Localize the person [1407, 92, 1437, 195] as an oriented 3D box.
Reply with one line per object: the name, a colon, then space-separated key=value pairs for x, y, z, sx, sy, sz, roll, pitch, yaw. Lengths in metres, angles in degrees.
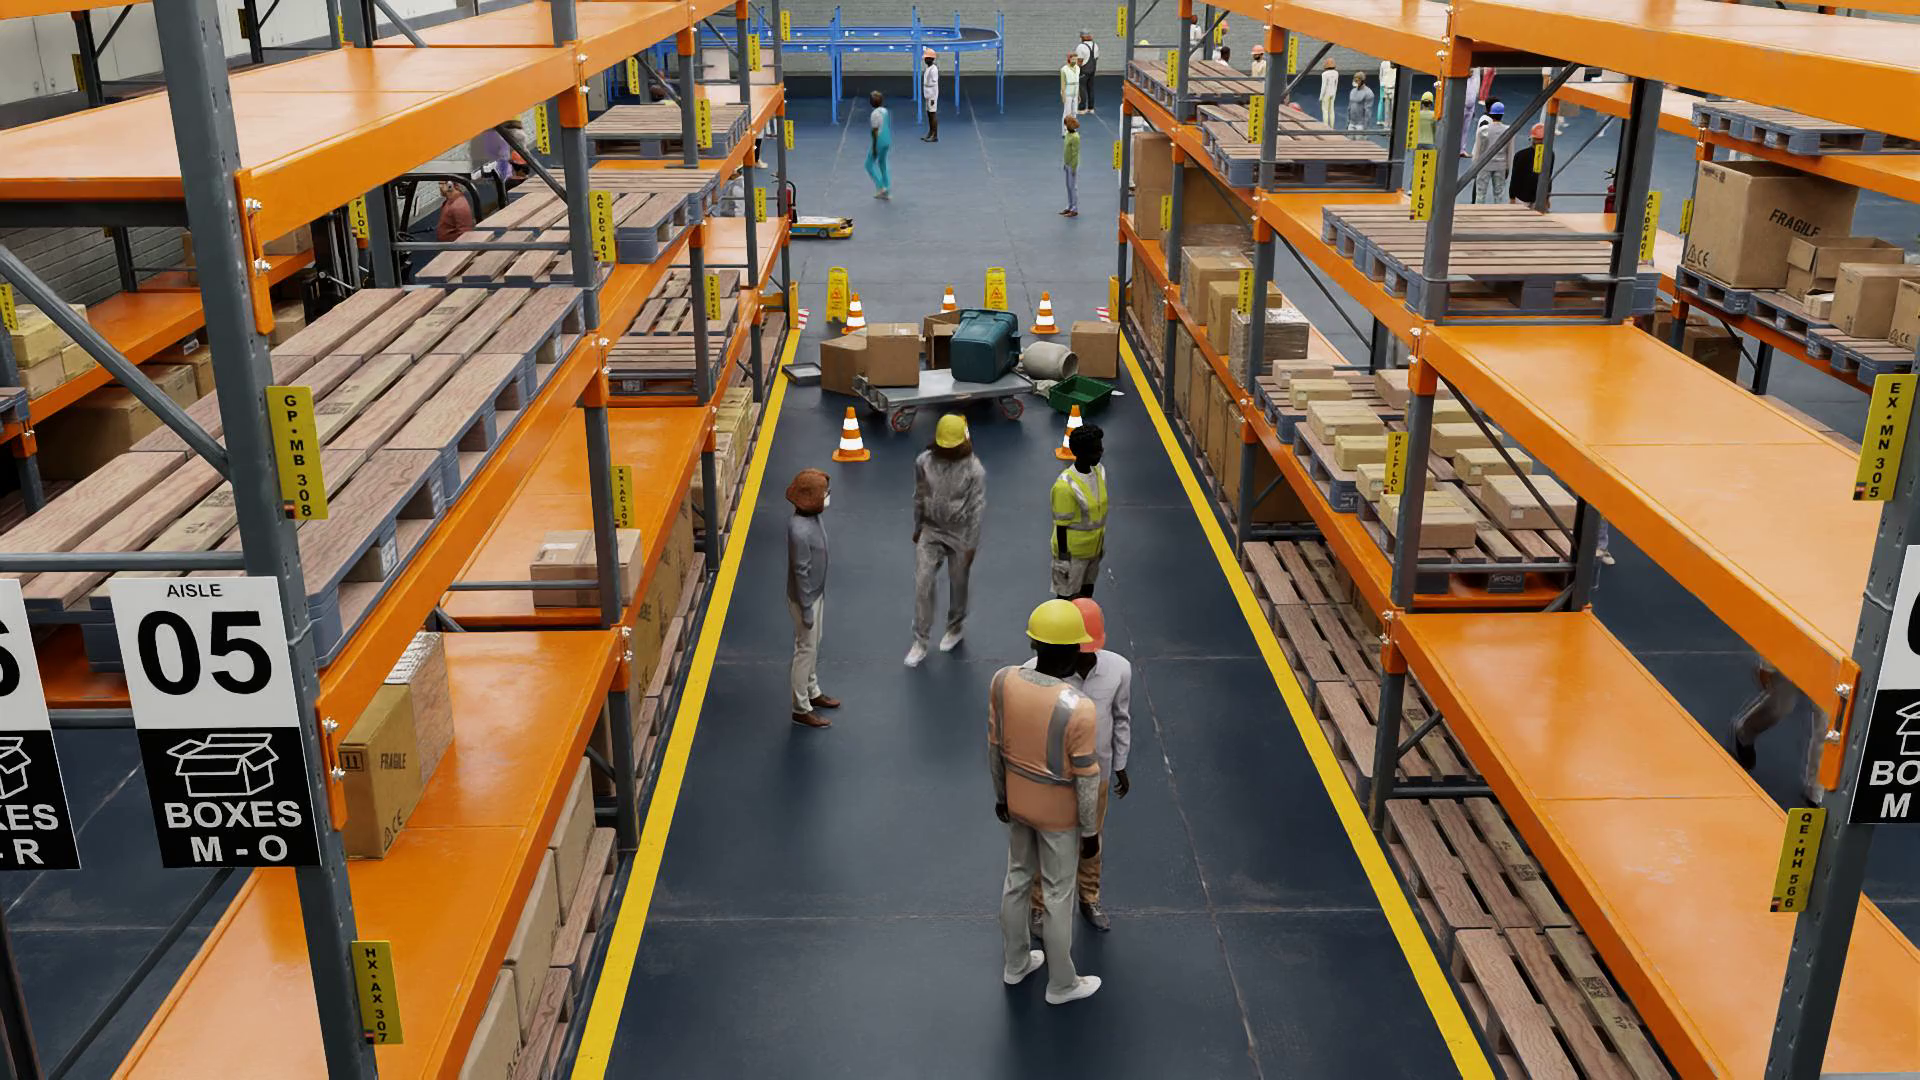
person: x=8.055 y=-6.890 z=28.948 sx=0.533 sy=1.767 sz=0.327 roll=4 pitch=21 yaw=11

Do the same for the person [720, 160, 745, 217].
person: x=-2.861 y=-4.025 z=21.282 sx=0.404 sy=1.833 sz=0.590 roll=-2 pitch=21 yaw=-6

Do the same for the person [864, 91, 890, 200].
person: x=-1.391 y=-6.740 z=28.457 sx=0.437 sy=1.833 sz=0.505 roll=12 pitch=24 yaw=28

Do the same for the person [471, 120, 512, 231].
person: x=-6.908 y=-5.445 z=24.778 sx=0.612 sy=2.021 sz=0.790 roll=19 pitch=28 yaw=41

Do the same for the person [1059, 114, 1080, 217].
person: x=1.796 y=-6.064 z=26.965 sx=0.283 sy=1.628 sz=0.503 roll=-5 pitch=21 yaw=-12

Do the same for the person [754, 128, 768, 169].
person: x=-3.862 y=-8.017 z=32.022 sx=0.317 sy=1.695 sz=0.540 roll=-2 pitch=21 yaw=-5

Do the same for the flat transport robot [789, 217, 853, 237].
flat transport robot: x=-2.383 y=-4.816 z=25.546 sx=1.431 sy=0.197 sz=0.652 roll=1 pitch=21 yaw=2

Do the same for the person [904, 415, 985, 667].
person: x=-0.111 y=-0.001 z=10.817 sx=0.528 sy=1.694 sz=0.753 roll=6 pitch=22 yaw=16

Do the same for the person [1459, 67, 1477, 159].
person: x=10.089 y=-8.598 z=33.267 sx=0.641 sy=1.908 sz=0.407 roll=-14 pitch=25 yaw=-33

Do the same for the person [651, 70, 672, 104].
person: x=-5.771 y=-8.156 z=32.196 sx=0.602 sy=1.831 sz=0.444 roll=17 pitch=26 yaw=37

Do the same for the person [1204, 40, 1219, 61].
person: x=5.925 y=-11.076 z=39.813 sx=0.606 sy=1.925 sz=0.924 roll=11 pitch=23 yaw=26

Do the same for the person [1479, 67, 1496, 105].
person: x=13.592 y=-12.056 z=42.605 sx=0.533 sy=1.765 sz=0.329 roll=-18 pitch=27 yaw=-39

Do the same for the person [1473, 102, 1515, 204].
person: x=8.256 y=-5.794 z=25.821 sx=0.601 sy=1.938 sz=0.425 roll=1 pitch=21 yaw=4

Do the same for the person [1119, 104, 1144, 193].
person: x=3.012 y=-7.009 z=29.101 sx=0.574 sy=1.881 sz=0.357 roll=-17 pitch=27 yaw=-38

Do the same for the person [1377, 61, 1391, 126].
person: x=9.881 y=-10.459 z=38.378 sx=0.304 sy=1.772 sz=0.525 roll=-11 pitch=23 yaw=-26

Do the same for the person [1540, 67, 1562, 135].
person: x=13.143 y=-9.943 z=36.636 sx=0.690 sy=2.000 sz=0.540 roll=-10 pitch=23 yaw=-24

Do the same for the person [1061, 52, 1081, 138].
person: x=2.393 y=-9.681 z=36.235 sx=0.395 sy=1.831 sz=0.576 roll=18 pitch=27 yaw=39

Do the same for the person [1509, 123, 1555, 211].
person: x=7.859 y=-4.720 z=22.894 sx=0.623 sy=1.992 sz=0.397 roll=-4 pitch=21 yaw=-9

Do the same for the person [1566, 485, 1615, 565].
person: x=4.765 y=-0.653 z=12.475 sx=0.530 sy=1.764 sz=0.339 roll=-2 pitch=21 yaw=-5

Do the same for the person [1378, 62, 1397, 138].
person: x=9.448 y=-9.701 z=36.285 sx=0.404 sy=1.833 sz=0.592 roll=-10 pitch=23 yaw=-25

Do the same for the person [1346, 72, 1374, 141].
person: x=7.381 y=-7.685 z=30.830 sx=0.380 sy=1.929 sz=0.636 roll=-9 pitch=22 yaw=-22

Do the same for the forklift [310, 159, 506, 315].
forklift: x=-5.622 y=-2.910 z=17.832 sx=2.313 sy=2.155 sz=1.214 roll=-1 pitch=21 yaw=-1

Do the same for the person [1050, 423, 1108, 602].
person: x=0.767 y=0.057 z=10.689 sx=0.319 sy=1.693 sz=0.535 roll=14 pitch=25 yaw=33

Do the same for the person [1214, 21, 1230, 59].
person: x=6.752 y=-12.409 z=43.150 sx=0.396 sy=2.042 sz=0.611 roll=2 pitch=21 yaw=6

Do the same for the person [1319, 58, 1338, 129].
person: x=8.195 y=-9.886 z=37.050 sx=0.508 sy=1.632 sz=0.264 roll=-16 pitch=26 yaw=-36

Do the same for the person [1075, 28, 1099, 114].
person: x=3.027 y=-11.458 z=40.639 sx=0.686 sy=2.000 sz=0.534 roll=-19 pitch=28 yaw=-40

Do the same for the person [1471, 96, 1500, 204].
person: x=8.510 y=-6.228 z=26.986 sx=0.392 sy=1.919 sz=0.591 roll=8 pitch=22 yaw=21

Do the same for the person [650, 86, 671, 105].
person: x=-5.321 y=-7.071 z=29.358 sx=0.662 sy=1.822 sz=0.638 roll=9 pitch=23 yaw=24

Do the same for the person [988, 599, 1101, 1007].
person: x=0.387 y=1.172 z=7.423 sx=0.587 sy=1.922 sz=0.383 roll=19 pitch=28 yaw=41

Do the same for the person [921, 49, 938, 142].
person: x=-0.655 y=-9.547 z=35.732 sx=0.357 sy=1.936 sz=0.551 roll=-6 pitch=22 yaw=-15

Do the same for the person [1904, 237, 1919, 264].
person: x=9.523 y=-2.177 z=16.405 sx=0.552 sy=1.830 sz=0.713 roll=5 pitch=21 yaw=13

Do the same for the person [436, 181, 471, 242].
person: x=-5.853 y=-3.326 z=19.332 sx=0.408 sy=1.906 sz=0.653 roll=-8 pitch=22 yaw=-19

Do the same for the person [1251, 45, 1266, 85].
person: x=6.606 y=-9.987 z=36.917 sx=0.404 sy=1.928 sz=0.545 roll=-9 pitch=22 yaw=-22

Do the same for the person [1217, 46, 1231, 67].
person: x=5.760 y=-9.930 z=36.794 sx=0.403 sy=1.908 sz=0.599 roll=-6 pitch=21 yaw=-15

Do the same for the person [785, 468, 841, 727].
person: x=-0.900 y=0.341 z=10.033 sx=0.291 sy=1.625 sz=0.506 roll=2 pitch=21 yaw=5

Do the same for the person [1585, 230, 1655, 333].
person: x=6.301 y=-2.117 z=15.948 sx=0.689 sy=2.000 sz=0.538 roll=-2 pitch=21 yaw=-5

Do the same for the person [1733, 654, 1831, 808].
person: x=4.649 y=0.588 z=9.143 sx=0.604 sy=1.804 sz=0.841 roll=-1 pitch=21 yaw=-2

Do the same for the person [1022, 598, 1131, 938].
person: x=0.548 y=1.079 z=7.913 sx=0.562 sy=1.743 sz=0.337 roll=-4 pitch=21 yaw=-10
